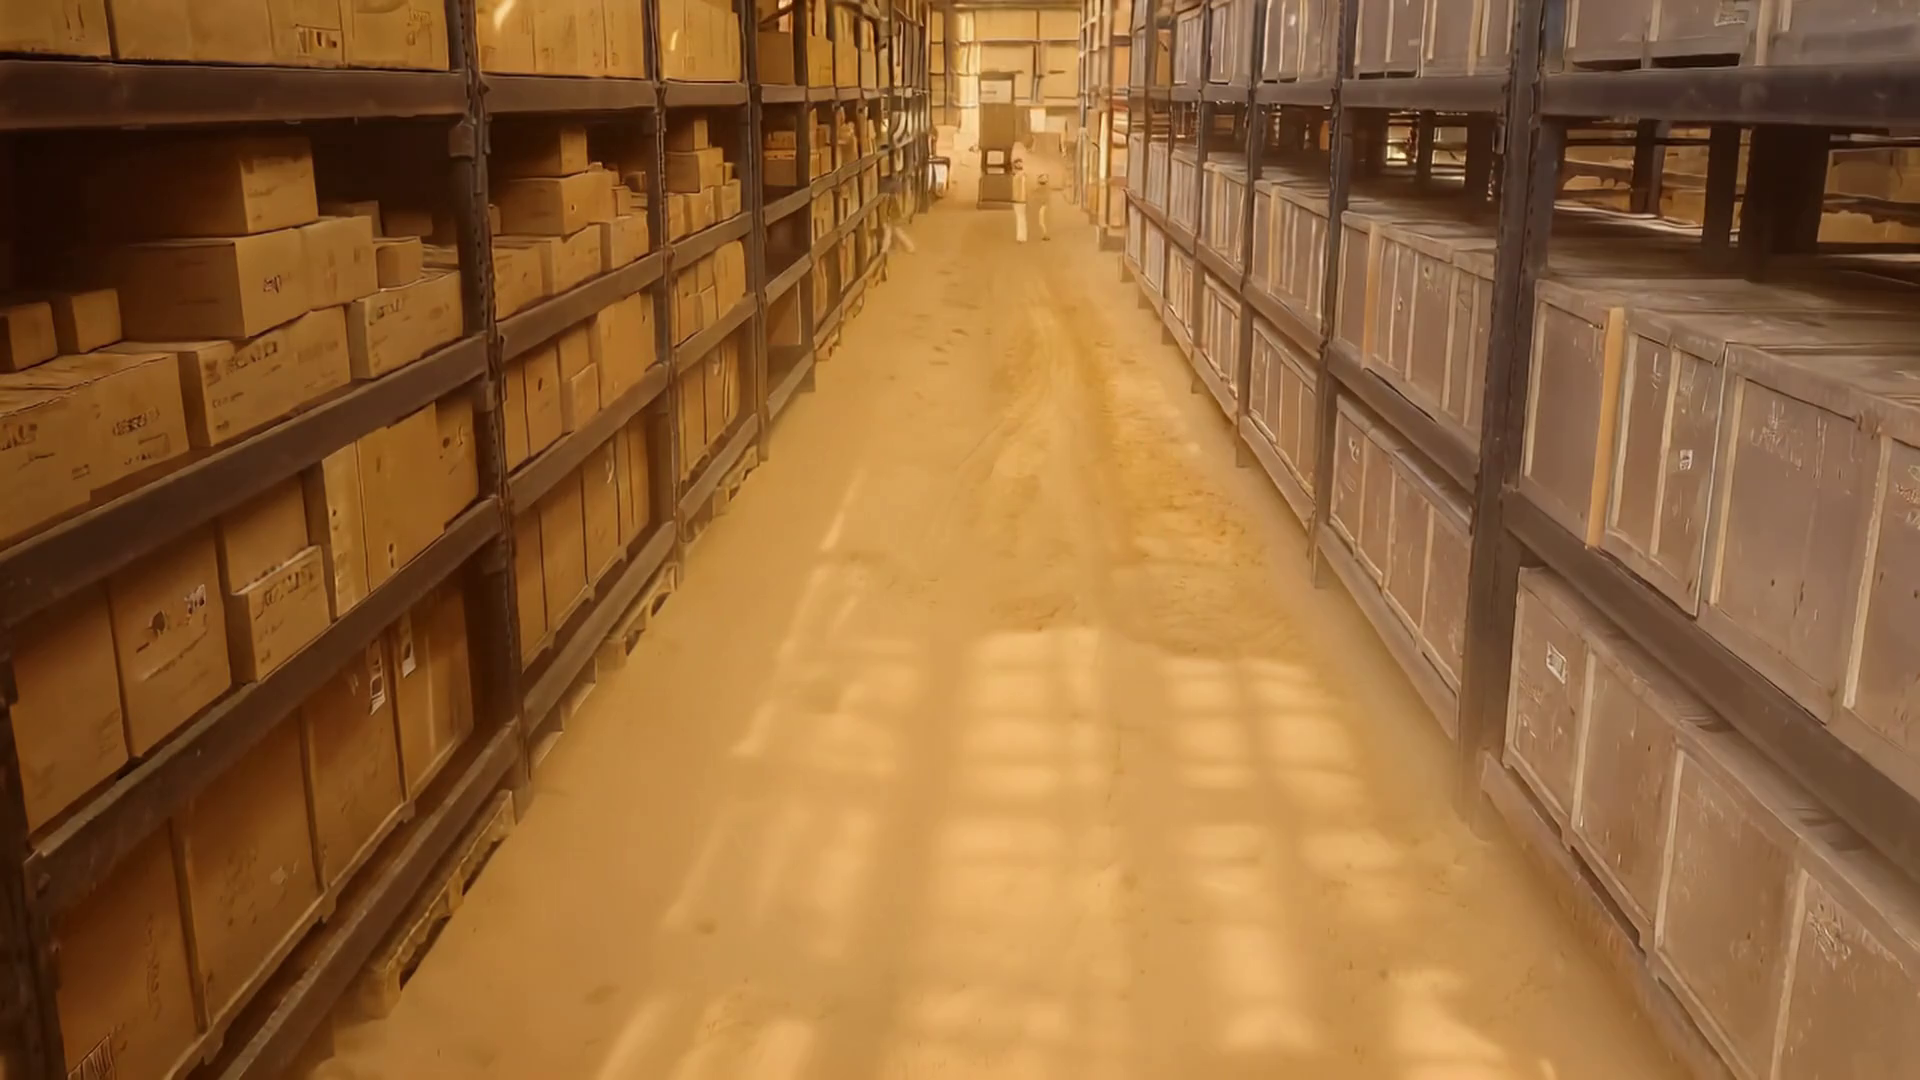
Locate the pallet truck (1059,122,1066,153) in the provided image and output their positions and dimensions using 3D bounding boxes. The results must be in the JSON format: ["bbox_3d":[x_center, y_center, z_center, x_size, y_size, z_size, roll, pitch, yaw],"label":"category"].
[{"bbox_3d":[5.788,-21.111,88.014,1.885,1.965,0.823,5,16,18],"label":"pallet truck"}]

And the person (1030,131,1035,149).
[{"bbox_3d":[3.636,-19.674,83.347,0.310,1.638,0.523,5,16,17],"label":"person"}]

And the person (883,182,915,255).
[{"bbox_3d":[-1.375,-7.053,36.461,0.769,1.597,0.529,-2,15,-6],"label":"person"}]

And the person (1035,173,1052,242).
[{"bbox_3d":[2.004,-7.952,39.789,0.325,1.611,0.647,8,17,26],"label":"person"}]

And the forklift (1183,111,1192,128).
[{"bbox_3d":[8.213,-14.775,62.764,1.129,2.768,1.873,0,15,1],"label":"forklift"}]

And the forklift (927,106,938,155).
[{"bbox_3d":[-1.626,-20.346,83.493,1.129,2.768,1.873,-11,19,-37],"label":"forklift"}]

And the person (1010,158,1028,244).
[{"bbox_3d":[1.396,-7.964,39.107,0.401,1.990,0.622,-5,16,-18],"label":"person"}]

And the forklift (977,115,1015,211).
[{"bbox_3d":[1.094,-11.407,50.234,1.129,2.768,1.873,0,15,1],"label":"forklift"}]
